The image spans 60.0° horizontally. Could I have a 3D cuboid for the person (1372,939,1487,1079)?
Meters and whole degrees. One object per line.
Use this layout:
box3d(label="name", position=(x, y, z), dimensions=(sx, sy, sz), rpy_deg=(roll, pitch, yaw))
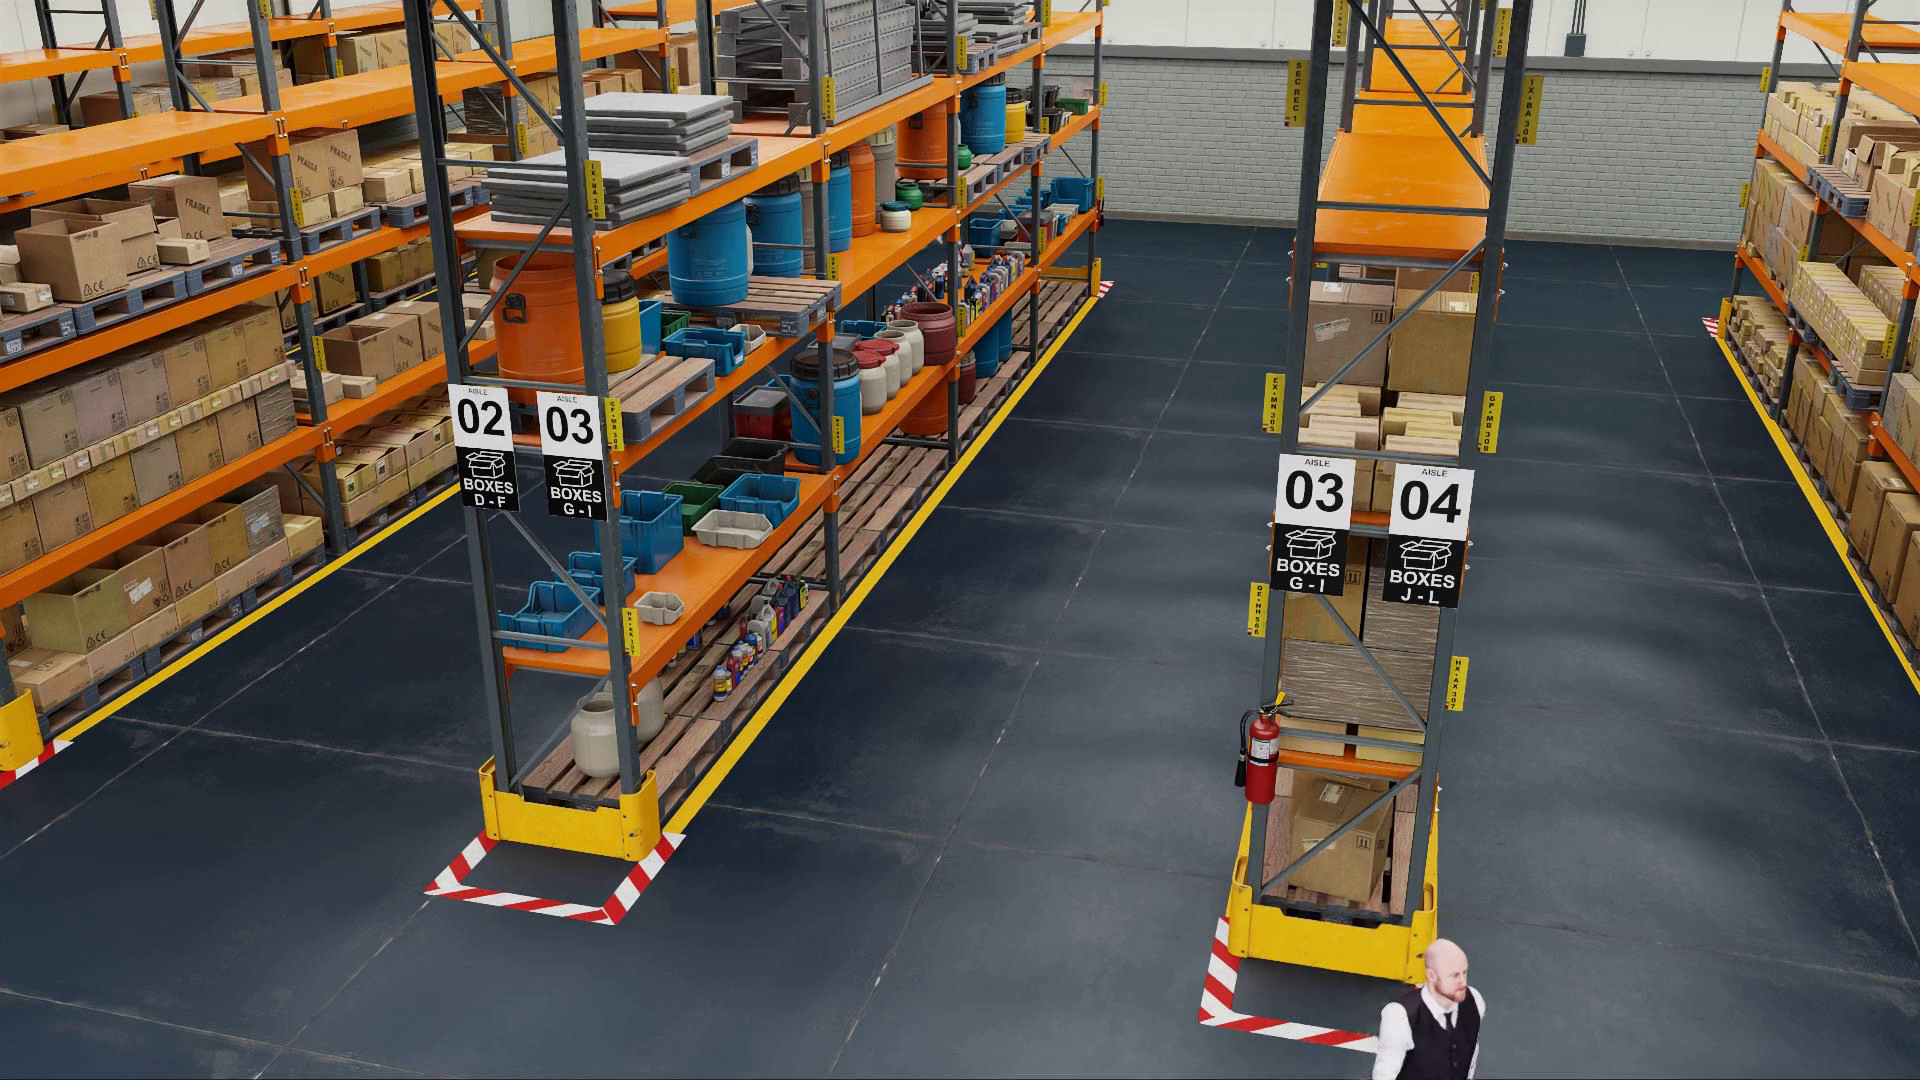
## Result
box3d(label="person", position=(2.046, 2.552, 7.509), dimensions=(1.071, 1.805, 1.175), rpy_deg=(-10, 24, -22))
